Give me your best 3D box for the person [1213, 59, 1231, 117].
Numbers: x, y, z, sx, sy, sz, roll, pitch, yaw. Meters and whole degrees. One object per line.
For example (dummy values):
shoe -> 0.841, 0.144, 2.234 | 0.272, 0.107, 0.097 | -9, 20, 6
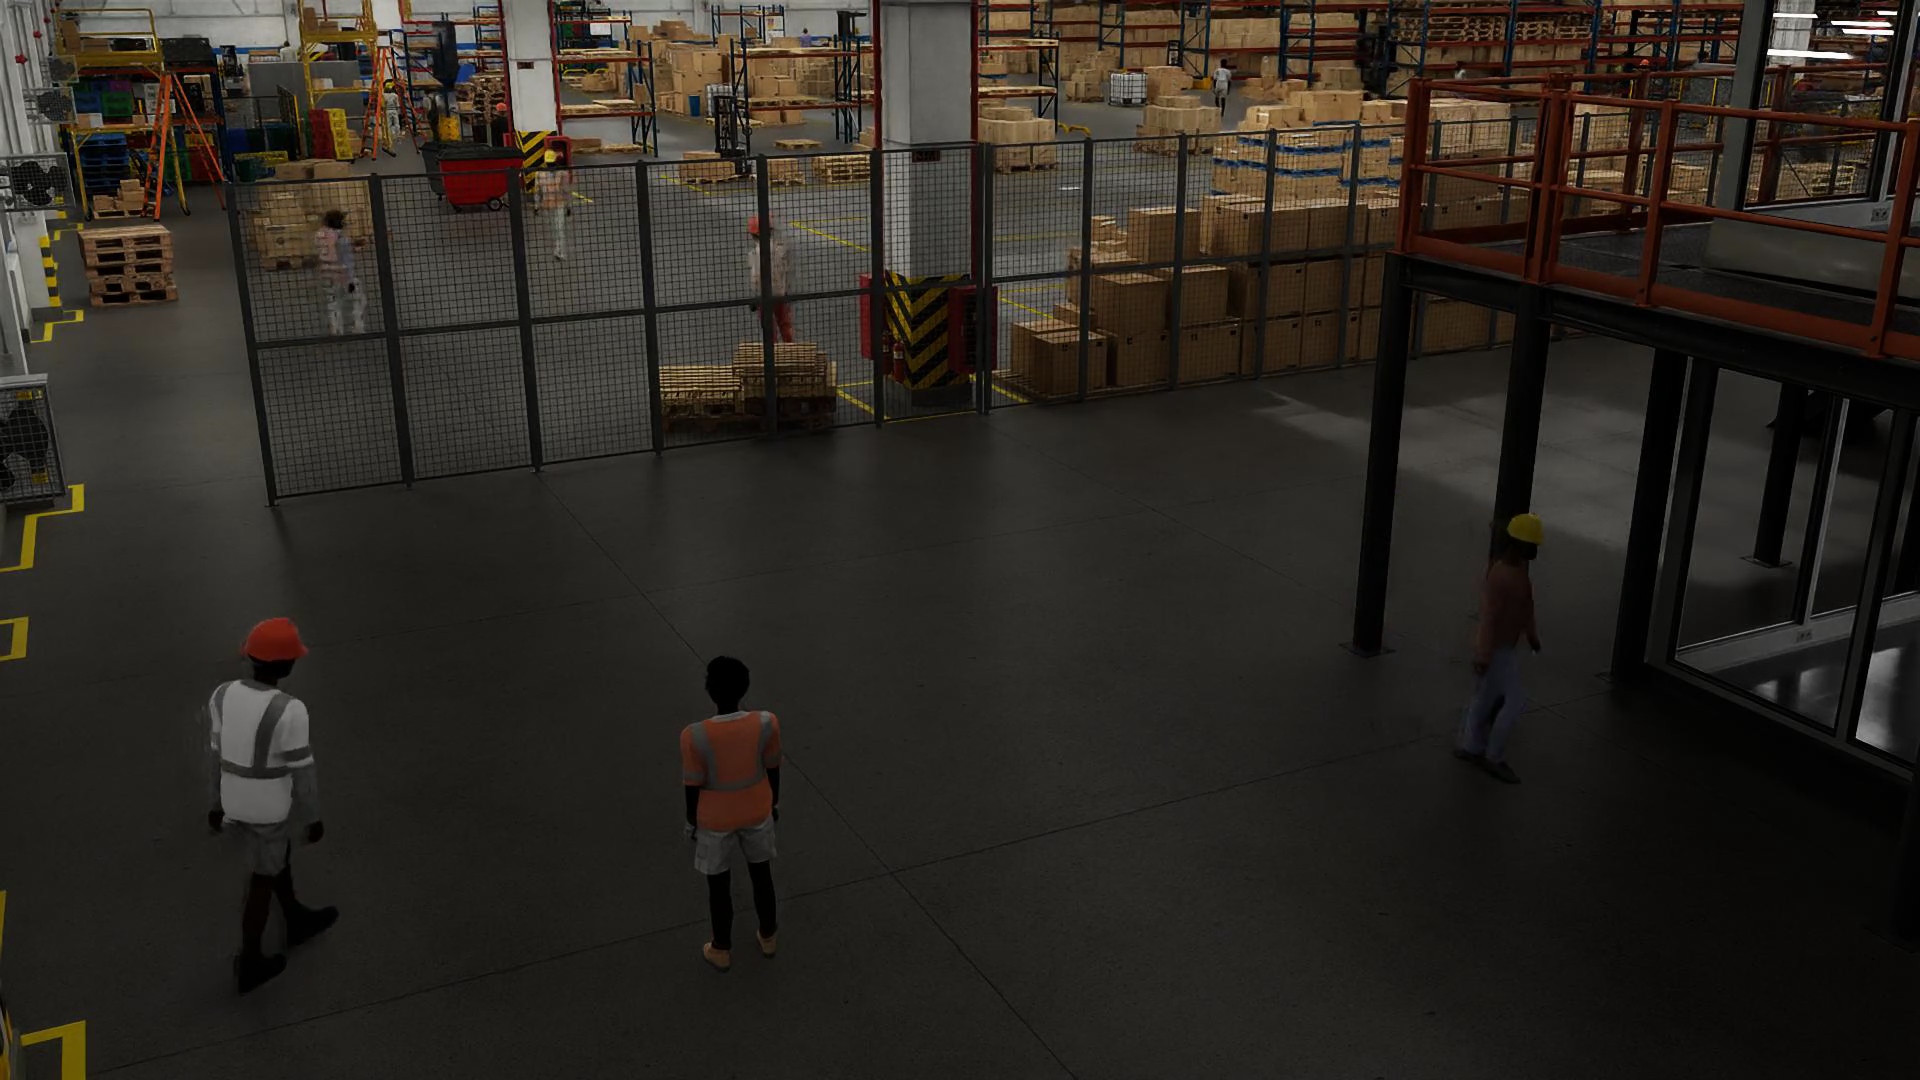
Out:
person -> 9.003, -15.580, 57.278 | 0.622, 1.915, 0.921 | 0, 19, 0

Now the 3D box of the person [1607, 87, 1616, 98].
person -> 17.216, -11.101, 44.344 | 0.352, 1.908, 0.734 | -10, 21, -26

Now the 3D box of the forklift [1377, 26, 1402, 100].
forklift -> 16.030, -17.804, 62.281 | 1.873, 2.768, 1.129 | -9, 21, -25

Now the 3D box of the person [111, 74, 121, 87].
person -> -27.192, -14.198, 53.719 | 0.529, 1.625, 0.392 | -12, 23, -32

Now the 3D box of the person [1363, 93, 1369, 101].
person -> 11.110, -11.443, 45.709 | 0.543, 1.636, 0.852 | -9, 21, -25

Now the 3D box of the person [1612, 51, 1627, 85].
person -> 27.026, -19.111, 67.940 | 0.878, 1.628, 0.542 | -1, 19, -2

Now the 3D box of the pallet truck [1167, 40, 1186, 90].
pallet truck -> 9.045, -19.971, 69.895 | 0.823, 1.965, 1.885 | -3, 19, -8

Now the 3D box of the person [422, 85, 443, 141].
person -> -14.806, -11.791, 46.479 | 0.885, 1.800, 0.529 | 15, 24, 38

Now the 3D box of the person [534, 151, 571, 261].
person -> -7.157, -5.879, 29.243 | 0.602, 1.866, 1.016 | 0, 19, -1

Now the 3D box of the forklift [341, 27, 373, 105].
forklift -> -22.275, -17.346, 60.954 | 1.873, 2.768, 1.129 | -9, 21, -25

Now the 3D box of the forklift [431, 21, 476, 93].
forklift -> -20.871, -19.741, 67.896 | 1.129, 2.768, 1.873 | 14, 23, 34

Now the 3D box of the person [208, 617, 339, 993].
person -> -3.455, 1.301, 8.409 | 0.576, 1.882, 0.824 | 10, 22, 27

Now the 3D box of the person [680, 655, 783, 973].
person -> -1.151, 1.385, 8.440 | 0.541, 1.696, 0.315 | -9, 21, -25

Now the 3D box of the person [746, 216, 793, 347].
person -> -2.398, -3.172, 21.293 | 0.403, 1.954, 0.801 | 15, 24, 37

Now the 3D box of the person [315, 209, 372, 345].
person -> -8.395, -3.590, 22.676 | 0.638, 1.824, 0.610 | 7, 20, 19

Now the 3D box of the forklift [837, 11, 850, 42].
forklift -> -5.803, -25.030, 83.228 | 1.873, 2.768, 1.129 | -9, 21, -25

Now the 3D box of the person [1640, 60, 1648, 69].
person -> 23.104, -15.281, 56.389 | 0.552, 1.936, 0.362 | -9, 21, -25

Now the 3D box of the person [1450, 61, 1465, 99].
person -> 16.847, -15.326, 56.605 | 0.851, 1.889, 0.595 | -4, 20, -13

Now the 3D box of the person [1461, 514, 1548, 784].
person -> 3.479, 0.671, 10.459 | 0.578, 1.738, 0.519 | 11, 22, 28

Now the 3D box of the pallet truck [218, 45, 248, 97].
pallet truck -> -28.879, -18.665, 66.111 | 0.823, 1.965, 1.885 | -3, 19, -9

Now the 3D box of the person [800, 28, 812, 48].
person -> -7.866, -25.141, 84.970 | 0.636, 1.938, 0.358 | -9, 21, -25

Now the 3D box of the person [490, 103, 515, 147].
person -> -10.394, -8.969, 38.012 | 0.625, 1.991, 0.399 | -9, 21, -25

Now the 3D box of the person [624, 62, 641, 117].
person -> -11.140, -15.433, 56.827 | 0.636, 1.938, 0.358 | -9, 21, -25

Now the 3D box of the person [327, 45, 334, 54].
person -> -27.981, -21.422, 74.239 | 0.901, 1.905, 0.550 | -17, 26, -41

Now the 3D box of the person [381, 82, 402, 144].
person -> -16.515, -12.386, 48.290 | 0.493, 1.743, 0.301 | -9, 21, -25

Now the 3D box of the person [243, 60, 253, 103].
person -> -24.602, -15.782, 57.944 | 0.591, 1.868, 0.475 | -3, 19, -8

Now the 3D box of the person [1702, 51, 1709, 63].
person -> 30.023, -18.996, 67.560 | 0.553, 1.677, 0.541 | 9, 21, 24

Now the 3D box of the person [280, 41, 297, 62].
person -> -28.535, -20.243, 70.770 | 0.636, 1.938, 0.358 | -9, 21, -25

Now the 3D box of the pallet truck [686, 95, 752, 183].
pallet truck -> -5.836, -9.608, 39.856 | 0.823, 1.965, 1.885 | 10, 22, 27
